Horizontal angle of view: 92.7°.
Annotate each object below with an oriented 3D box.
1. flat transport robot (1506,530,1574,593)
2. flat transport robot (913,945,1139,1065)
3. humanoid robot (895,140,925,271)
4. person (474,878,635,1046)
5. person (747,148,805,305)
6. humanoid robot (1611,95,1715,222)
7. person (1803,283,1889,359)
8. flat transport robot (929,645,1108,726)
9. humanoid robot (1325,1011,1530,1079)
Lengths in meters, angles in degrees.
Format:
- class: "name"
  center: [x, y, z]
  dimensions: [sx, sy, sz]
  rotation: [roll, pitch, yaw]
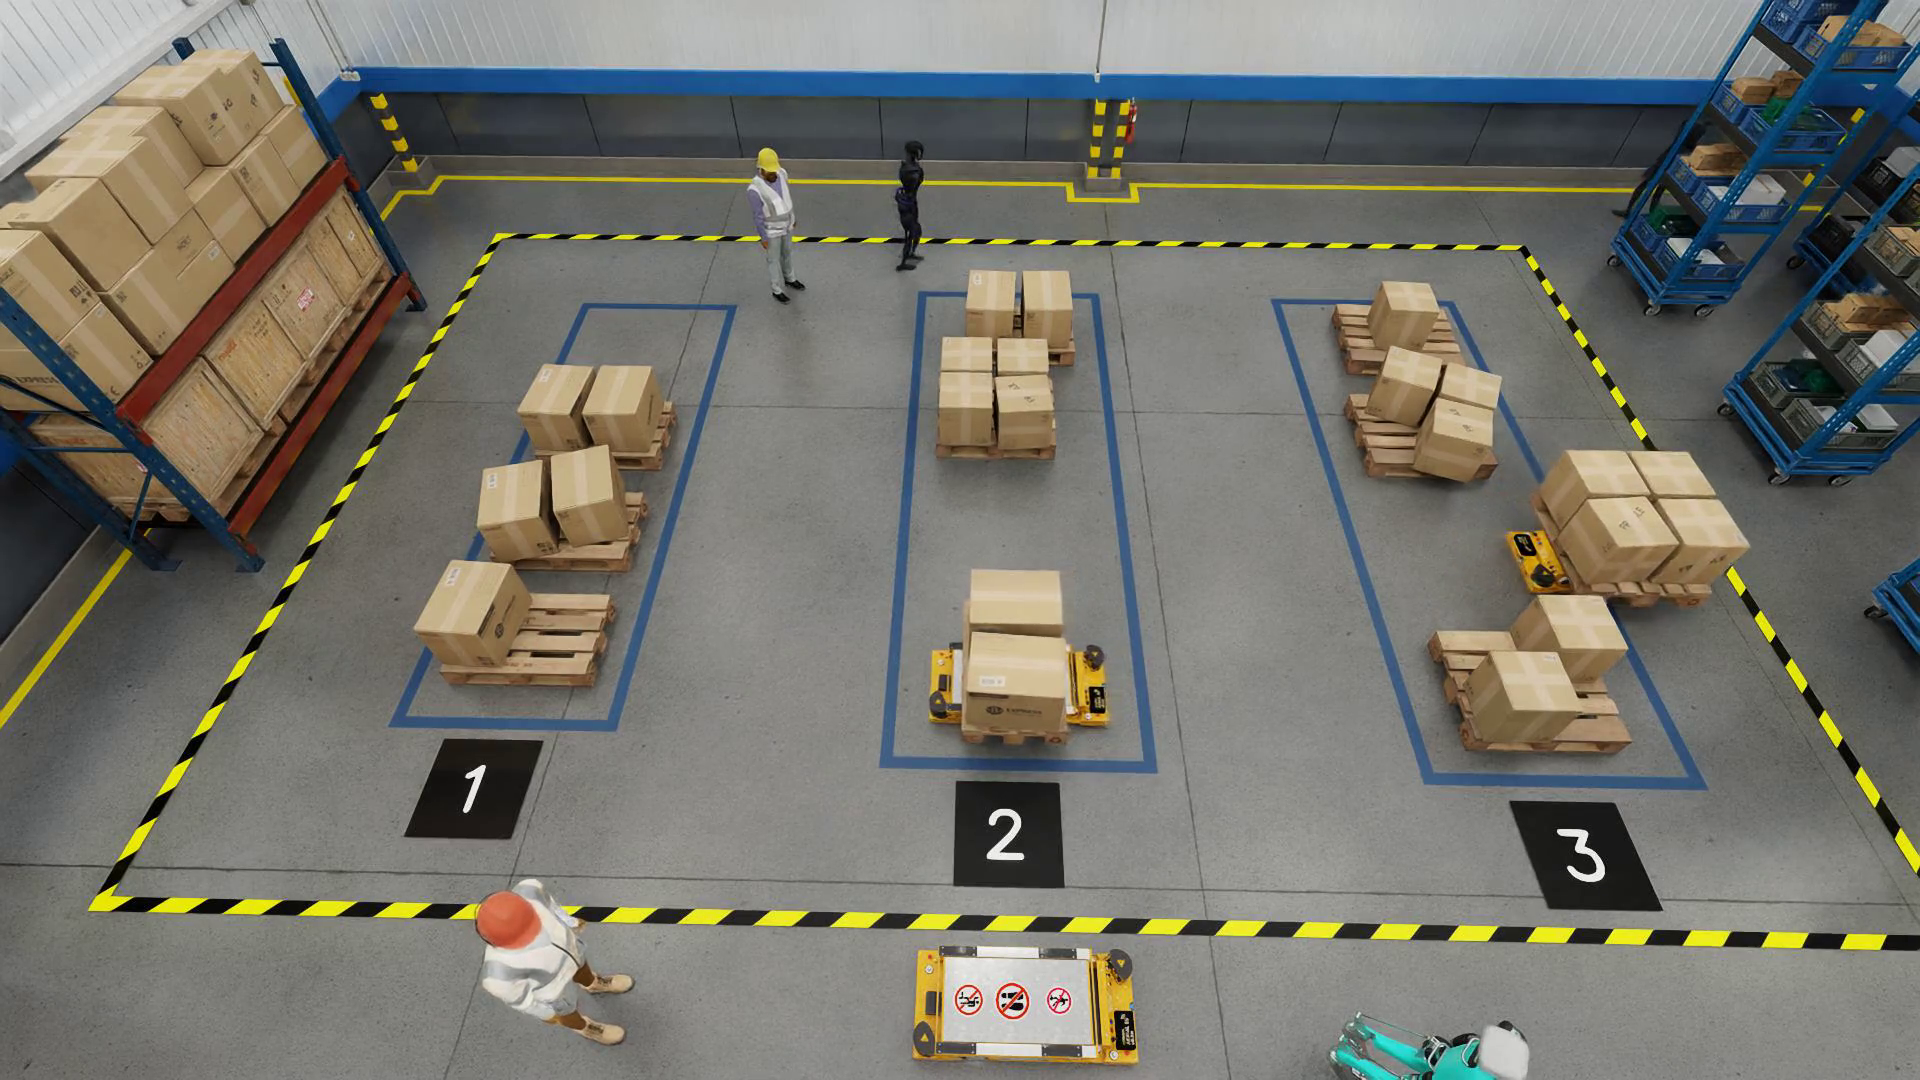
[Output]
- class: "flat transport robot"
  center: [5.830, 0.173, 8.326]
  dimensions: [1.431, 0.197, 0.652]
  rotation: [1, 51, 1]
- class: "flat transport robot"
  center: [0.422, 3.041, 6.007]
  dimensions: [1.431, 0.231, 0.659]
  rotation: [1, 51, 1]
- class: "humanoid robot"
  center: [-0.599, -3.906, 10.765]
  dimensions: [0.391, 1.635, 0.609]
  rotation: [-9, 51, -7]
- class: "person"
  center: [-2.334, 2.466, 5.336]
  dimensions: [0.398, 2.036, 0.607]
  rotation: [0, 51, 0]
- class: "person"
  center: [-2.062, -3.563, 10.383]
  dimensions: [0.403, 1.826, 0.593]
  rotation: [25, 55, 19]
- class: "humanoid robot"
  center: [8.870, -4.760, 11.454]
  dimensions: [0.587, 1.643, 0.475]
  rotation: [-21, 54, -17]
- class: "person"
  center: [9.556, -2.349, 9.472]
  dimensions: [0.502, 1.704, 0.846]
  rotation: [3, 51, 2]
- class: "flat transport robot"
  center: [0.470, 1.172, 7.512]
  dimensions: [1.431, 0.197, 0.652]
  rotation: [1, 51, 1]
- class: "humanoid robot"
  center: [2.459, 2.862, 5.120]
  dimensions: [0.533, 1.674, 0.735]
  rotation: [-36, 59, -26]
